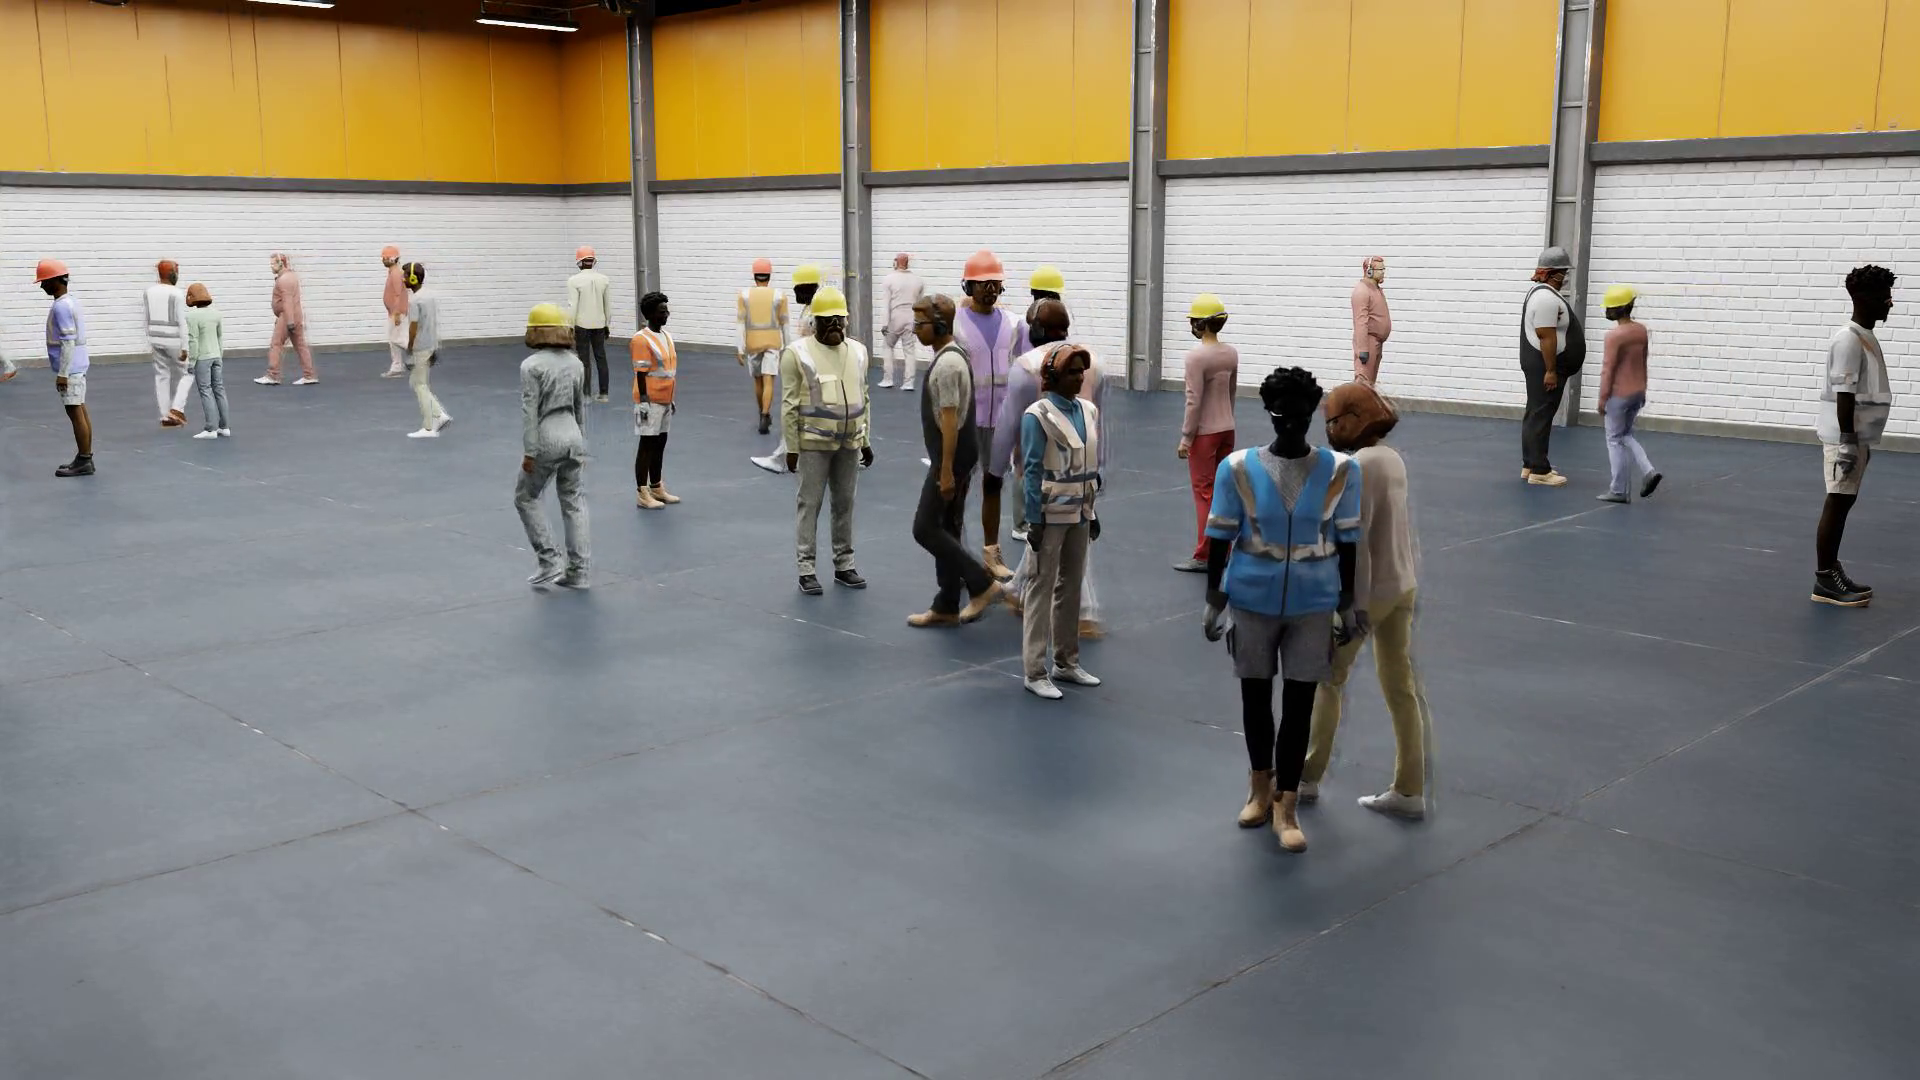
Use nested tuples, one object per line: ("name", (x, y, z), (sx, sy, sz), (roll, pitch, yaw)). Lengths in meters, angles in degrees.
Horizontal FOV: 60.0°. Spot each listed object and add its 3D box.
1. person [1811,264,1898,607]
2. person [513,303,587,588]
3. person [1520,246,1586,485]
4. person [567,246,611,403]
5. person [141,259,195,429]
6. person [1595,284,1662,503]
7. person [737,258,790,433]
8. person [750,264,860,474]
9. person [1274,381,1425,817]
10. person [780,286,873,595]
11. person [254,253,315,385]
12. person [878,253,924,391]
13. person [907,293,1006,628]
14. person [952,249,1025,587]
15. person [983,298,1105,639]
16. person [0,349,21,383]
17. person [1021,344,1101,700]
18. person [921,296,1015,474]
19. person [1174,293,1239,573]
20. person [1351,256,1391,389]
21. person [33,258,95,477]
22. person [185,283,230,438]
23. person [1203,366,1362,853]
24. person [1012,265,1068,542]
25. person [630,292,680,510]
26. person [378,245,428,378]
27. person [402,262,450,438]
("person", (5.190, -0.609, 9.666), (0.367, 1.966, 0.607), (7, 12, 33))
("person", (-2.467, -0.562, 10.045), (0.462, 1.724, 0.519), (7, 13, 34))
("person", (5.107, -1.505, 14.352), (0.537, 2.000, 0.682), (2, 11, 10))
("person", (-4.735, -2.737, 21.194), (0.387, 1.992, 0.626), (10, 14, 43))
("person", (-8.750, -2.161, 18.409), (0.591, 1.870, 0.427), (2, 11, 9))
("person", (5.278, -1.146, 13.181), (0.556, 1.743, 0.455), (-7, 13, -34))
("person", (-2.146, -2.125, 18.172), (0.557, 1.891, 1.013), (0, 10, 1))
("person", (-1.365, -1.516, 14.867), (1.013, 1.871, 0.594), (-2, 11, -11))
("person", (1.459, 0.212, 6.201), (0.734, 1.585, 0.554), (9, 13, 39))
("person", (-0.778, -0.596, 9.960), (0.600, 1.830, 0.404), (-7, 13, -34))
("person", (-9.684, -3.128, 23.668), (0.909, 1.866, 0.655), (-2, 11, -9))
("person", (-0.860, -3.012, 22.987), (0.680, 1.880, 0.777), (-6, 12, -29))
("person", (-0.038, -0.406, 8.938), (0.464, 1.830, 0.536), (1, 10, 4))
("person", (0.141, -0.737, 10.154), (0.605, 2.045, 0.378), (-5, 12, -26))
("person", (0.426, -0.400, 8.982), (0.639, 1.791, 0.946), (-10, 14, -43))
("person", (-13.954, -3.146, 23.700), (0.651, 1.905, 0.983), (9, 14, 41))
("person", (0.472, -0.093, 7.745), (0.306, 1.639, 0.524), (9, 13, 39))
("person", (0.103, -1.369, 14.846), (0.870, 1.590, 0.515), (3, 11, 16))
("person", (1.563, -0.672, 10.554), (0.321, 1.769, 0.523), (9, 14, 42))
("person", (4.398, -2.070, 17.797), (0.408, 1.909, 0.642), (5, 12, 26))
("person", (-7.944, -1.525, 14.767), (0.373, 1.929, 0.542), (-4, 11, -19))
("person", (-7.959, -1.885, 17.532), (0.280, 1.631, 0.507), (2, 11, 13))
("person", (1.131, 0.230, 5.857), (0.545, 1.690, 0.457), (1, 10, 7))
("person", (0.569, -0.947, 11.622), (0.385, 1.922, 0.594), (4, 11, 22))
("person", (-2.387, -1.095, 13.053), (0.318, 1.695, 0.539), (3, 11, 16))
("person", (-8.368, -3.417, 24.932), (0.625, 1.981, 0.621), (-5, 11, -25))
("person", (-5.708, -1.993, 17.528), (0.388, 1.852, 0.548), (1, 10, 4))
